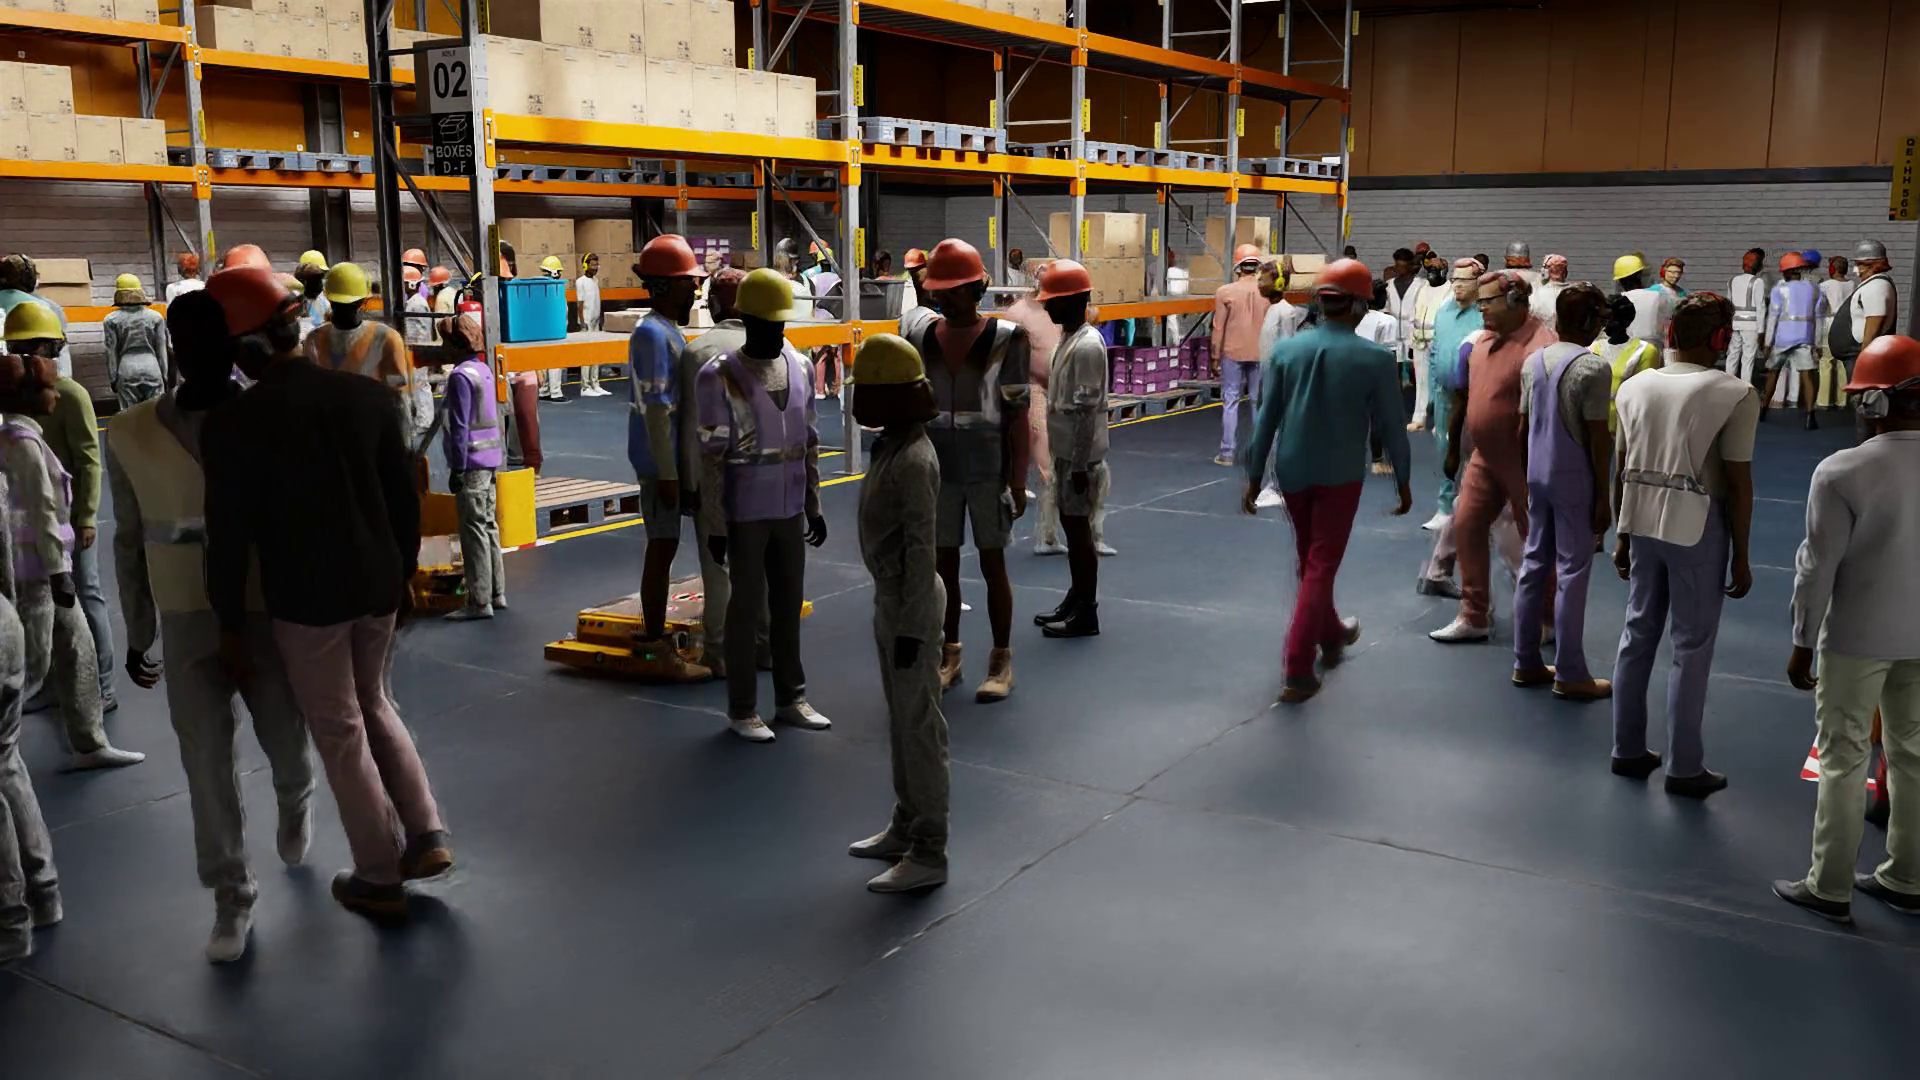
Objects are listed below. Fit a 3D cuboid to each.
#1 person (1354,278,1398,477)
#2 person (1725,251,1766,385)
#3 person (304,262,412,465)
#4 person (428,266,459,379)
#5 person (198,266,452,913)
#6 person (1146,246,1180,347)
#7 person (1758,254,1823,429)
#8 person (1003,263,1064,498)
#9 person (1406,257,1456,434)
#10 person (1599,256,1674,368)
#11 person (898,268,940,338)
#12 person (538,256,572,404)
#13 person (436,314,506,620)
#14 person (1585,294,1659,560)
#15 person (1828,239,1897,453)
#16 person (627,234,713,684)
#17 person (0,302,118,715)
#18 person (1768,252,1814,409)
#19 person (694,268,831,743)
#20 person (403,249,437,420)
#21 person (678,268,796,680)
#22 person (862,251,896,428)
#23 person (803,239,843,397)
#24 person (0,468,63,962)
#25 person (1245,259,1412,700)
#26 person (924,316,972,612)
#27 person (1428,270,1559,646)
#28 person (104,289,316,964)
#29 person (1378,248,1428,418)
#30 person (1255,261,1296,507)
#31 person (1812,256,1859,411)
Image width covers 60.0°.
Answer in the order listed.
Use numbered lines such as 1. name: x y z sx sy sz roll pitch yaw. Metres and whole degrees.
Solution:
1. person: 3.528 -1.398 14.321 0.322 1.699 0.536 -9 13 -40
2. person: 9.669 -2.598 20.458 0.356 1.886 0.574 -4 11 -19
3. person: -3.322 -0.532 8.950 0.642 1.900 0.681 4 11 20
4. person: -6.213 -2.467 20.236 0.321 1.714 0.709 0 10 -1
5. person: -1.896 0.172 4.915 0.458 1.949 0.656 7 12 32
6. person: 3.586 -4.218 29.283 0.627 1.940 0.373 5 11 25
7. person: 9.052 -2.168 18.103 0.644 1.856 1.023 1 10 3
8. person: 0.630 -1.187 12.751 0.641 1.846 1.006 -9 13 -40
9. person: 4.975 -2.038 17.475 0.429 1.842 0.635 -9 13 -40
10. person: 5.881 -1.536 14.580 0.635 1.879 0.760 1 10 4
11. person: -0.234 -0.921 11.278 0.324 1.842 0.516 -7 12 -35
12. person: -5.067 -2.600 20.657 0.404 1.823 0.590 -10 14 -43
13. person: -2.619 -0.394 8.953 0.313 1.631 0.524 0 10 -2
14. person: 4.174 -0.723 10.623 0.319 1.686 0.539 -8 13 -38
15. person: 8.200 -1.718 15.153 0.535 2.000 0.686 6 12 32
16. person: -1.330 -0.368 7.662 0.386 2.045 0.605 -1 10 -5
17. person: -3.837 -0.112 7.009 0.533 1.769 0.309 5 11 25
18. person: 9.984 -2.513 20.013 0.586 1.879 0.359 -5 11 -27
19. person: -0.785 -0.132 6.730 0.399 1.913 0.591 9 14 42
20. person: -6.157 -2.315 18.790 0.549 1.925 0.384 6 12 32
21. person: -1.042 -0.304 7.734 0.653 1.896 0.400 -9 14 -42
22. person: -0.794 -2.098 17.631 0.599 1.909 0.402 -9 14 -41
23. person: -1.775 -2.842 21.405 0.606 2.035 0.403 -6 12 -30
24. person: -2.829 0.327 4.689 0.409 1.720 0.494 1 10 5
25. person: 1.701 -0.298 7.584 0.662 1.929 1.033 8 13 39
26. person: -0.124 -0.378 8.887 0.288 1.625 0.497 8 13 37
27. person: 2.681 -0.386 8.221 0.799 1.864 0.790 -4 11 -19
28. person: -2.148 0.205 4.920 0.604 1.892 0.811 -3 11 -15
29. person: 5.071 -2.356 19.006 0.624 1.936 0.496 6 12 32
30. person: 2.392 -1.172 12.657 0.340 1.866 0.601 -1 10 -3
31. person: 10.383 -2.436 19.718 0.564 1.832 0.409 -2 11 -13
